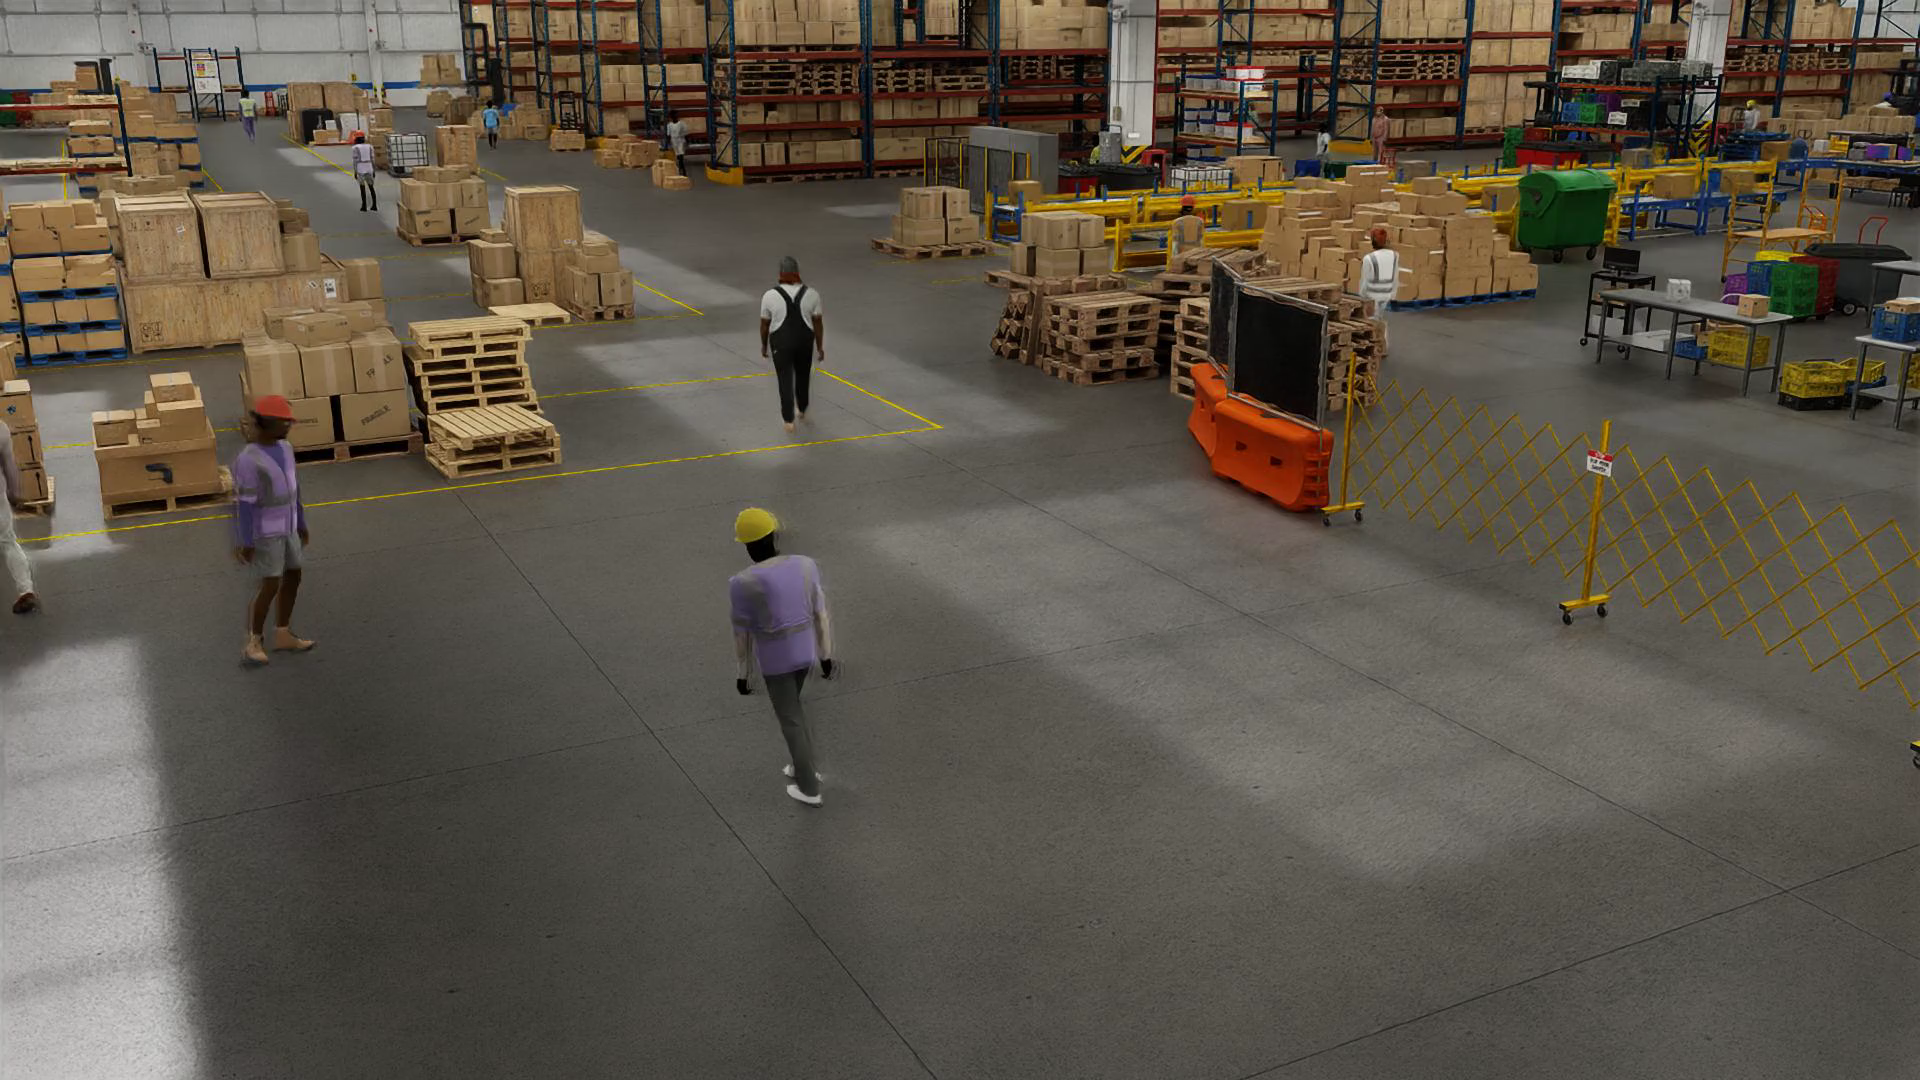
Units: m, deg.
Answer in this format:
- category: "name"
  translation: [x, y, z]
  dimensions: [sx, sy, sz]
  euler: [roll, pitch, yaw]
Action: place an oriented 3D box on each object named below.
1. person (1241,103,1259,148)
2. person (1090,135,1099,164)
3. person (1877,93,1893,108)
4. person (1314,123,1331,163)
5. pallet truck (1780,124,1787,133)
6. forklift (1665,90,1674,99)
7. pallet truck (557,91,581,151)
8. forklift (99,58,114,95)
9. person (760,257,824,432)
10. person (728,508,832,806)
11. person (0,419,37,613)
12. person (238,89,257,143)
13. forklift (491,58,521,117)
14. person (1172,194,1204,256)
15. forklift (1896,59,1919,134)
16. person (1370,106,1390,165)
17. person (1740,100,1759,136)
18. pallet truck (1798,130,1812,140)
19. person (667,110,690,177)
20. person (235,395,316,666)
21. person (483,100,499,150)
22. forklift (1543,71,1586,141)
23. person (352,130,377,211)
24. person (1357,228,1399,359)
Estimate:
- category: "person"
  translation: [10.050, -14.310, 57.527]
  dimensions: [0.848, 1.583, 0.515]
  euler: [-5, 18, -15]
- category: "person"
  translation: [3.418, -9.342, 41.862]
  dimensions: [0.316, 1.697, 0.542]
  euler: [1, 18, 4]
- category: "person"
  translation: [31.877, -14.496, 57.586]
  dimensions: [0.832, 1.921, 0.619]
  euler: [-7, 19, -20]
- category: "person"
  translation: [10.177, -10.907, 46.821]
  dimensions: [0.886, 1.644, 0.538]
  euler: [-9, 20, -26]
- category: "pallet truck"
  translation: [25.206, -12.542, 52.601]
  dimensions: [1.601, 1.201, 0.680]
  euler: [0, 18, -2]
- category: "forklift"
  translation: [24.772, -14.934, 57.394]
  dimensions: [1.873, 2.768, 1.129]
  euler: [-9, 20, -26]
- category: "pallet truck"
  translation: [-13.495, -14.412, 57.188]
  dimensions: [0.823, 1.965, 1.885]
  euler: [-3, 18, -9]
- category: "forklift"
  translation: [-33.236, -17.381, 65.020]
  dimensions: [1.873, 2.768, 1.129]
  euler: [-9, 20, -26]
- category: "person"
  translation: [-1.987, -2.351, 19.516]
  dimensions: [0.720, 2.000, 1.014]
  euler: [-4, 18, -13]
- category: "person"
  translation: [-1.113, 0.723, 10.199]
  dimensions: [0.594, 1.876, 0.612]
  euler: [-15, 23, -39]
- category: "person"
  translation: [-7.916, -0.337, 13.471]
  dimensions: [1.010, 1.899, 0.638]
  euler: [14, 22, 36]
- category: "person"
  translation: [-25.794, -15.358, 60.292]
  dimensions: [0.621, 1.901, 0.571]
  euler: [-14, 22, -37]
- category: "forklift"
  translation: [-18.108, -17.474, 65.312]
  dimensions: [1.873, 2.768, 1.129]
  euler: [-3, 18, -11]
- category: "person"
  translation: [3.581, -4.498, 26.374]
  dimensions: [0.543, 1.939, 0.362]
  euler: [-6, 19, -18]
- category: "forklift"
  translation: [36.525, -17.063, 64.031]
  dimensions: [1.873, 2.768, 1.129]
  euler: [-9, 20, -26]
- category: "person"
  translation: [12.599, -12.083, 50.098]
  dimensions: [0.399, 1.900, 0.636]
  euler: [-13, 22, -34]
- category: "person"
  translation: [26.117, -13.655, 55.166]
  dimensions: [0.898, 1.789, 0.614]
  euler: [-12, 21, -32]
- category: "pallet truck"
  translation: [25.526, -11.556, 49.408]
  dimensions: [1.630, 1.274, 0.653]
  euler: [-9, 20, -26]
- category: "person"
  translation: [-8.127, -11.401, 47.954]
  dimensions: [0.633, 1.910, 0.877]
  euler: [7, 19, 20]
- category: "person"
  translation: [-5.185, -0.073, 12.511]
  dimensions: [0.396, 1.989, 0.766]
  euler: [4, 18, 13]
- category: "person"
  translation: [-16.144, -14.286, 57.290]
  dimensions: [0.543, 1.686, 0.485]
  euler: [-3, 18, -10]
- category: "forklift"
  translation: [18.685, -13.231, 52.085]
  dimensions: [1.873, 2.768, 1.129]
  euler: [-9, 20, -26]
- category: "person"
  translation: [-14.400, -8.923, 40.200]
  dimensions: [0.539, 1.929, 0.397]
  euler: [-17, 24, -42]
- category: "person"
  translation: [5.721, -3.340, 22.870]
  dimensions: [0.602, 1.868, 0.452]
  euler: [-8, 19, -22]
